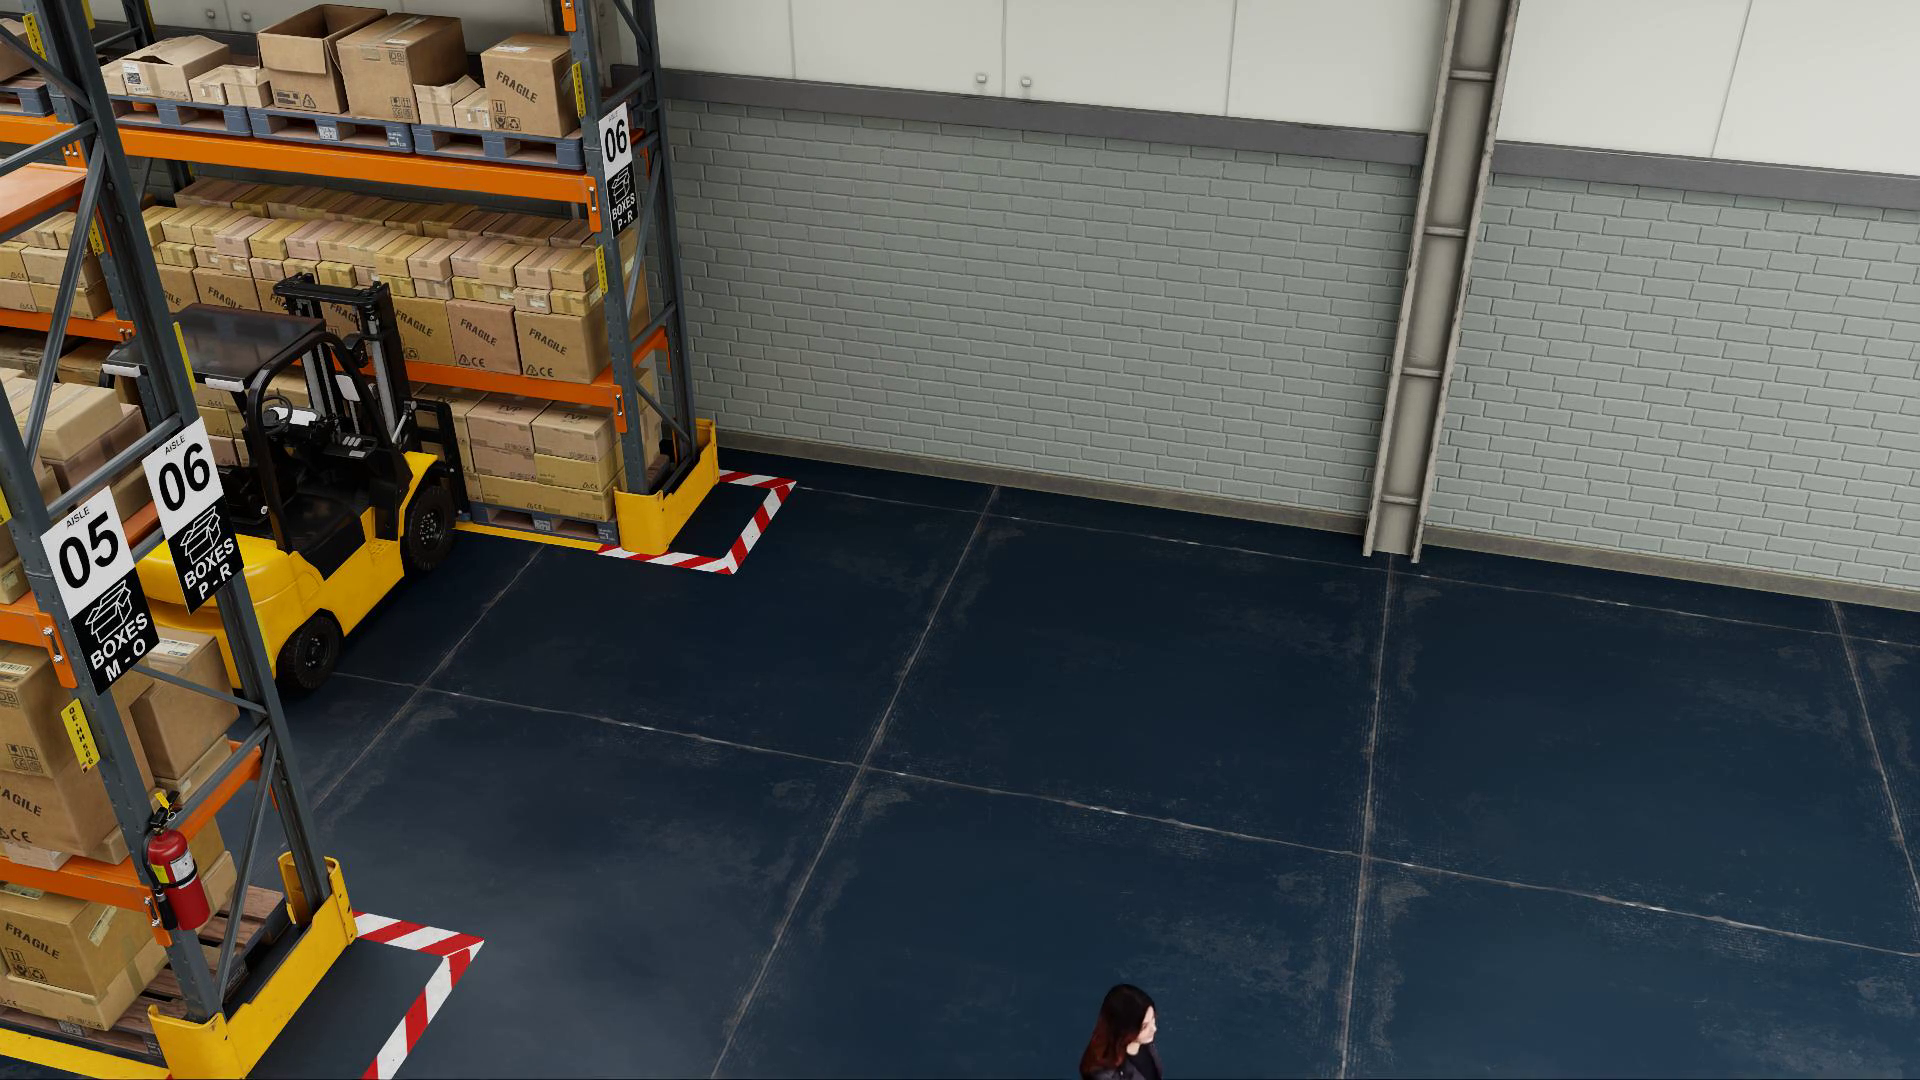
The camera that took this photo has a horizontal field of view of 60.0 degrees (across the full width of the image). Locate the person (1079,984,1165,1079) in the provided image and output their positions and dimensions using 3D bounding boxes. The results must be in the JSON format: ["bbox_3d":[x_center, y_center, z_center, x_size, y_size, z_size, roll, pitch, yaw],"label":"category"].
[{"bbox_3d":[0.561,2.469,6.983,1.188,1.589,0.835,17,37,24],"label":"person"}]
